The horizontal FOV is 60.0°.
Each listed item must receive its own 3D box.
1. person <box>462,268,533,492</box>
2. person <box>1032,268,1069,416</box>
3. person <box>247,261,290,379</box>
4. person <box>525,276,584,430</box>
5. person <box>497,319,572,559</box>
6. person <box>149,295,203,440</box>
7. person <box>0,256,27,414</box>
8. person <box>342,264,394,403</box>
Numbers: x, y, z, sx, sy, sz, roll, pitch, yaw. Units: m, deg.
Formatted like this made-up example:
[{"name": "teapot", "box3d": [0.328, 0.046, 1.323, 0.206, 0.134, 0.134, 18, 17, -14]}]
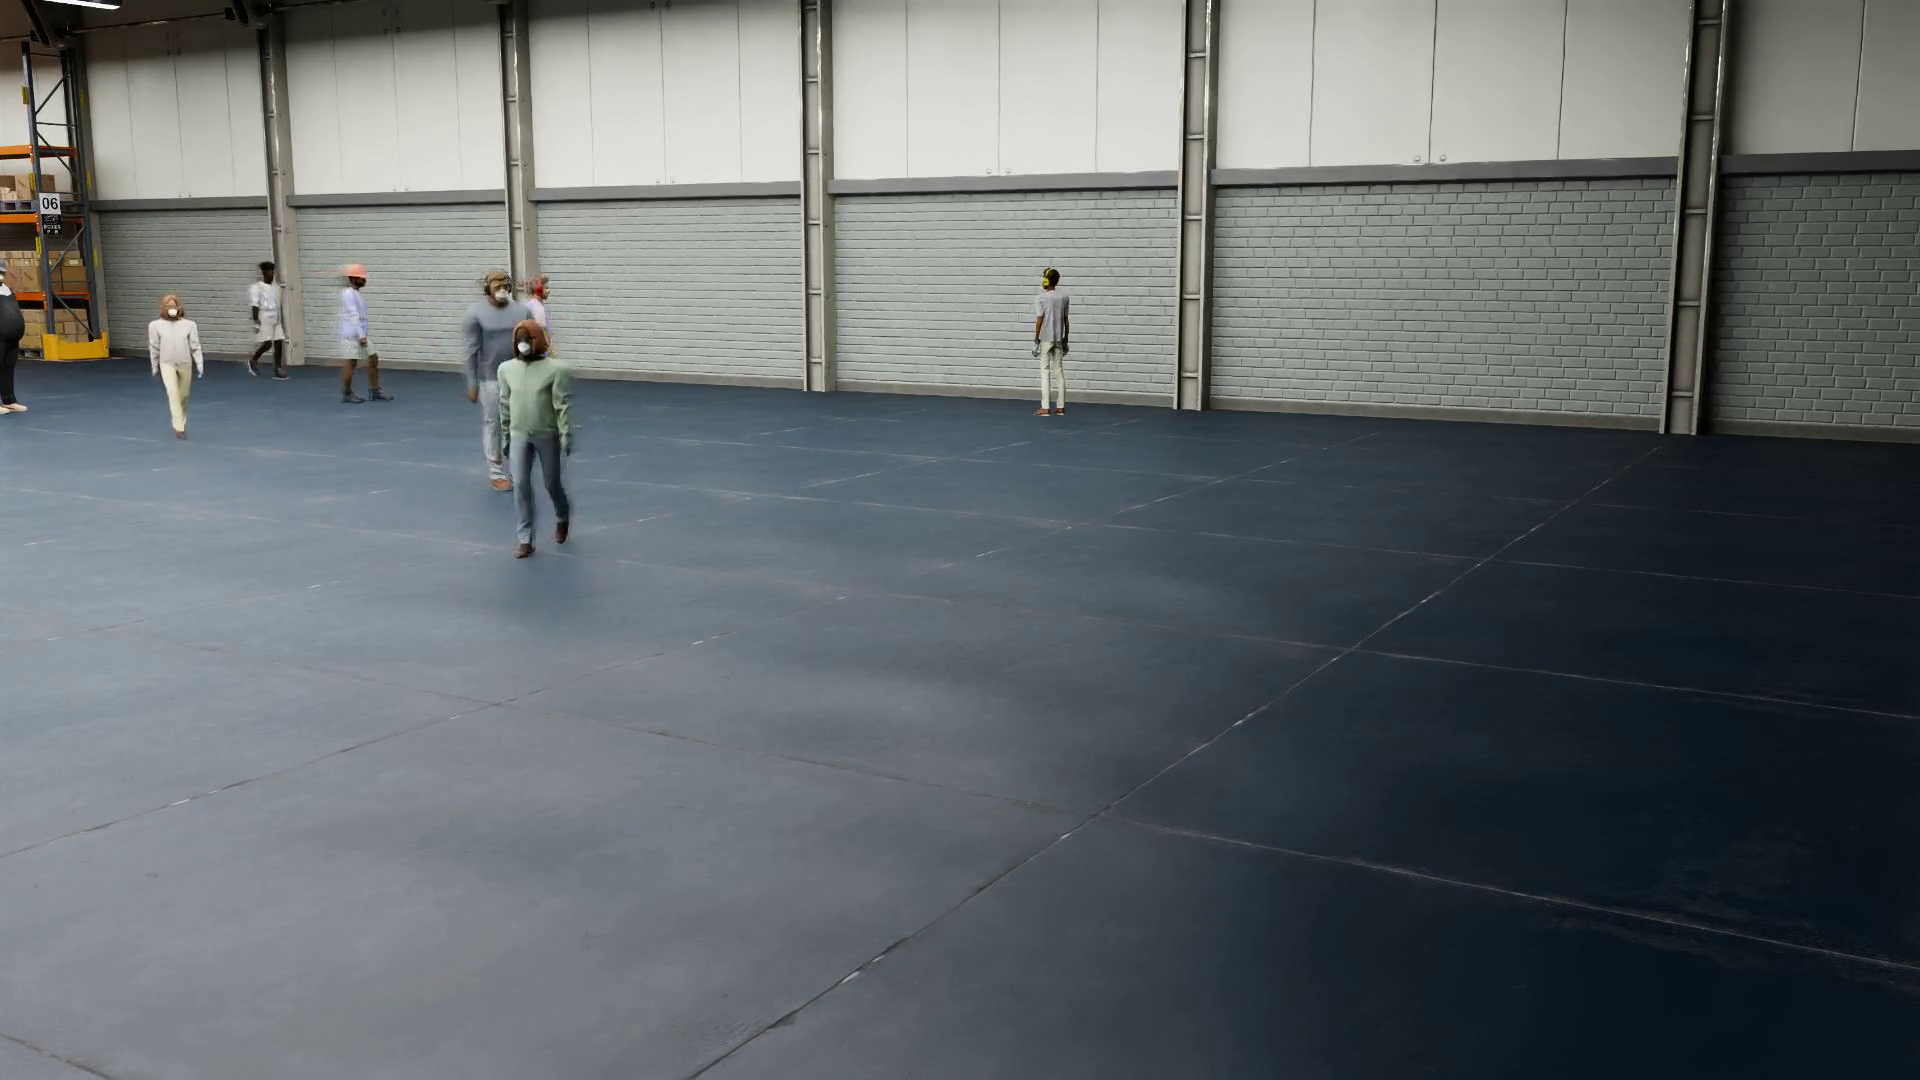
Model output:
[{"name": "person", "box3d": [-3.894, -1.349, 14.178, 0.656, 1.917, 0.596, -8, 12, -37]}, {"name": "person", "box3d": [1.147, -2.509, 21.131, 0.535, 1.869, 0.314, -5, 11, -28]}, {"name": "person", "box3d": [-11.379, -3.602, 27.311, 0.608, 1.951, 0.609, 4, 10, 21]}, {"name": "person", "box3d": [-4.889, -2.128, 19.126, 0.973, 1.801, 0.579, -3, 10, -18]}, {"name": "person", "box3d": [-2.892, -0.715, 11.397, 0.507, 1.604, 0.756, 0, 10, 3]}, {"name": "person", "box3d": [-8.754, -1.937, 18.581, 0.510, 1.597, 0.832, -7, 12, -34]}, {"name": "person", "box3d": [-12.342, -2.648, 21.441, 0.535, 2.000, 0.687, 1, 10, 4]}, {"name": "person", "box3d": [-8.163, -2.818, 22.828, 0.808, 1.907, 0.555, 0, 10, -1]}]
